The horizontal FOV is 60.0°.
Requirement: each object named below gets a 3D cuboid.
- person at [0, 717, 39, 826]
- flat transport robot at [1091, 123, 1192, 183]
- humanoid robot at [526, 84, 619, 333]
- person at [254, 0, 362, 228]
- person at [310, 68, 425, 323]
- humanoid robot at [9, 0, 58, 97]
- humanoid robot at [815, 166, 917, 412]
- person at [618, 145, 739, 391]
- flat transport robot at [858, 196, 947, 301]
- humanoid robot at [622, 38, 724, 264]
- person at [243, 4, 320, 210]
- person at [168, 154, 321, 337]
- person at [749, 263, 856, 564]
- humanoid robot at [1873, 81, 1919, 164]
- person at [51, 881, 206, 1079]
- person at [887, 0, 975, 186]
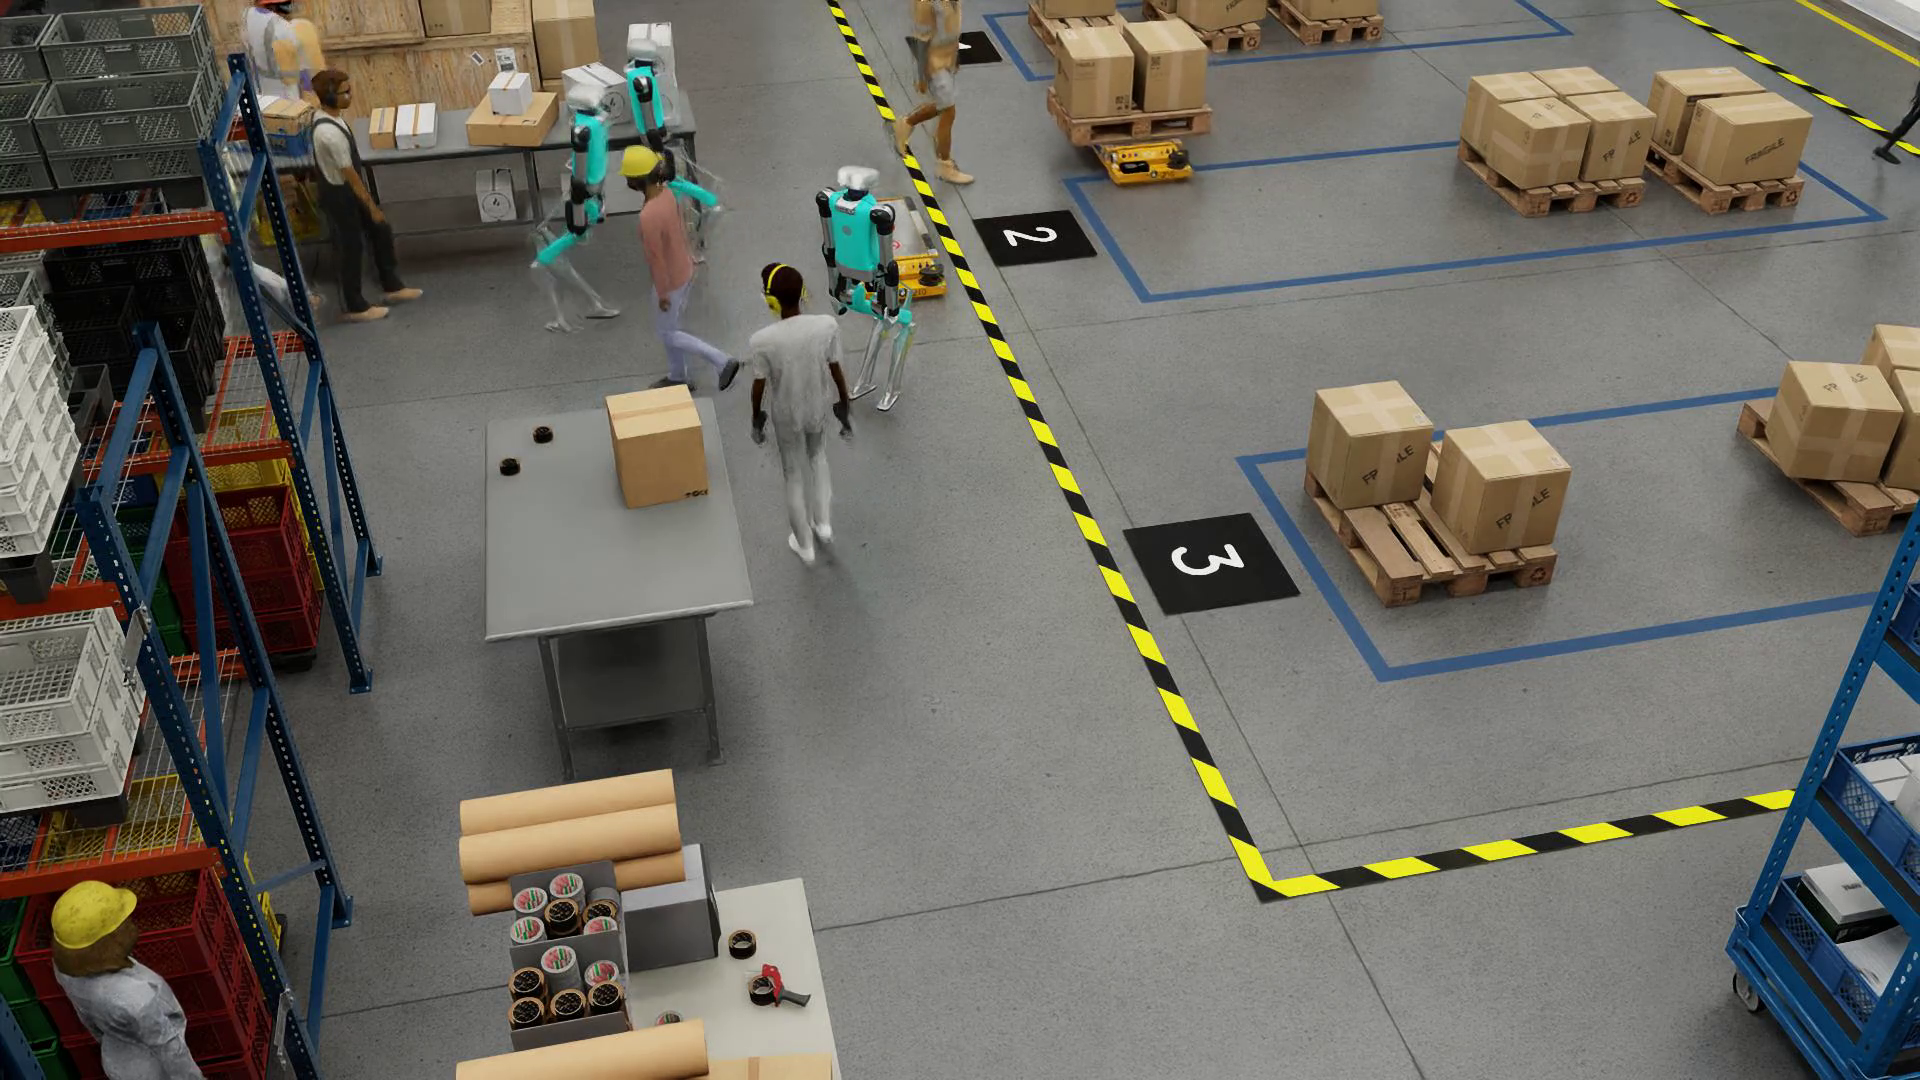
[{"bbox_3d":[-4.637,0.530,7.508,0.313,1.861,0.514,0,37,0],"label":"person"},{"bbox_3d":[1.432,-3.442,14.157,0.652,0.197,1.431,-8,37,-10],"label":"flat transport robot"},{"bbox_3d":[-2.721,-2.238,11.356,0.846,1.786,0.539,4,37,6],"label":"humanoid robot"},{"bbox_3d":[-4.910,-3.291,12.627,0.681,1.897,0.557,-1,37,-1],"label":"person"},{"bbox_3d":[-4.074,-2.339,11.395,0.692,1.821,0.503,-10,38,-13],"label":"person"},{"bbox_3d":[-7.147,-3.585,13.217,0.590,1.661,0.347,-30,46,-34],"label":"humanoid robot"},{"bbox_3d":[-0.495,-1.629,10.397,0.533,1.681,0.735,21,41,26],"label":"humanoid robot"},{"bbox_3d":[-1.791,-1.670,10.558,0.611,1.735,0.550,2,37,3],"label":"person"},{"bbox_3d":[-0.570,-2.220,12.538,0.659,0.231,1.431,-8,37,-10],"label":"flat transport robot"},{"bbox_3d":[-1.991,-2.713,12.033,0.725,1.874,0.545,-9,37,-11],"label":"humanoid robot"},{"bbox_3d":[-5.030,-3.377,12.629,0.653,2.021,0.608,-25,43,-30],"label":"person"},{"bbox_3d":[-4.902,-2.084,11.072,0.886,1.805,0.614,-12,38,-16],"label":"person"},{"bbox_3d":[-0.895,-0.722,9.204,0.569,1.842,0.524,-14,39,-18],"label":"person"},{"bbox_3d":[8.016,-3.750,13.449,0.612,1.619,0.777,-15,39,-19],"label":"humanoid robot"},{"bbox_3d":[-2.833,1.829,5.859,0.484,1.744,0.293,19,41,24],"label":"person"},{"bbox_3d":[-0.245,-3.857,13.281,0.772,2.019,0.614,16,39,20],"label":"person"}]
